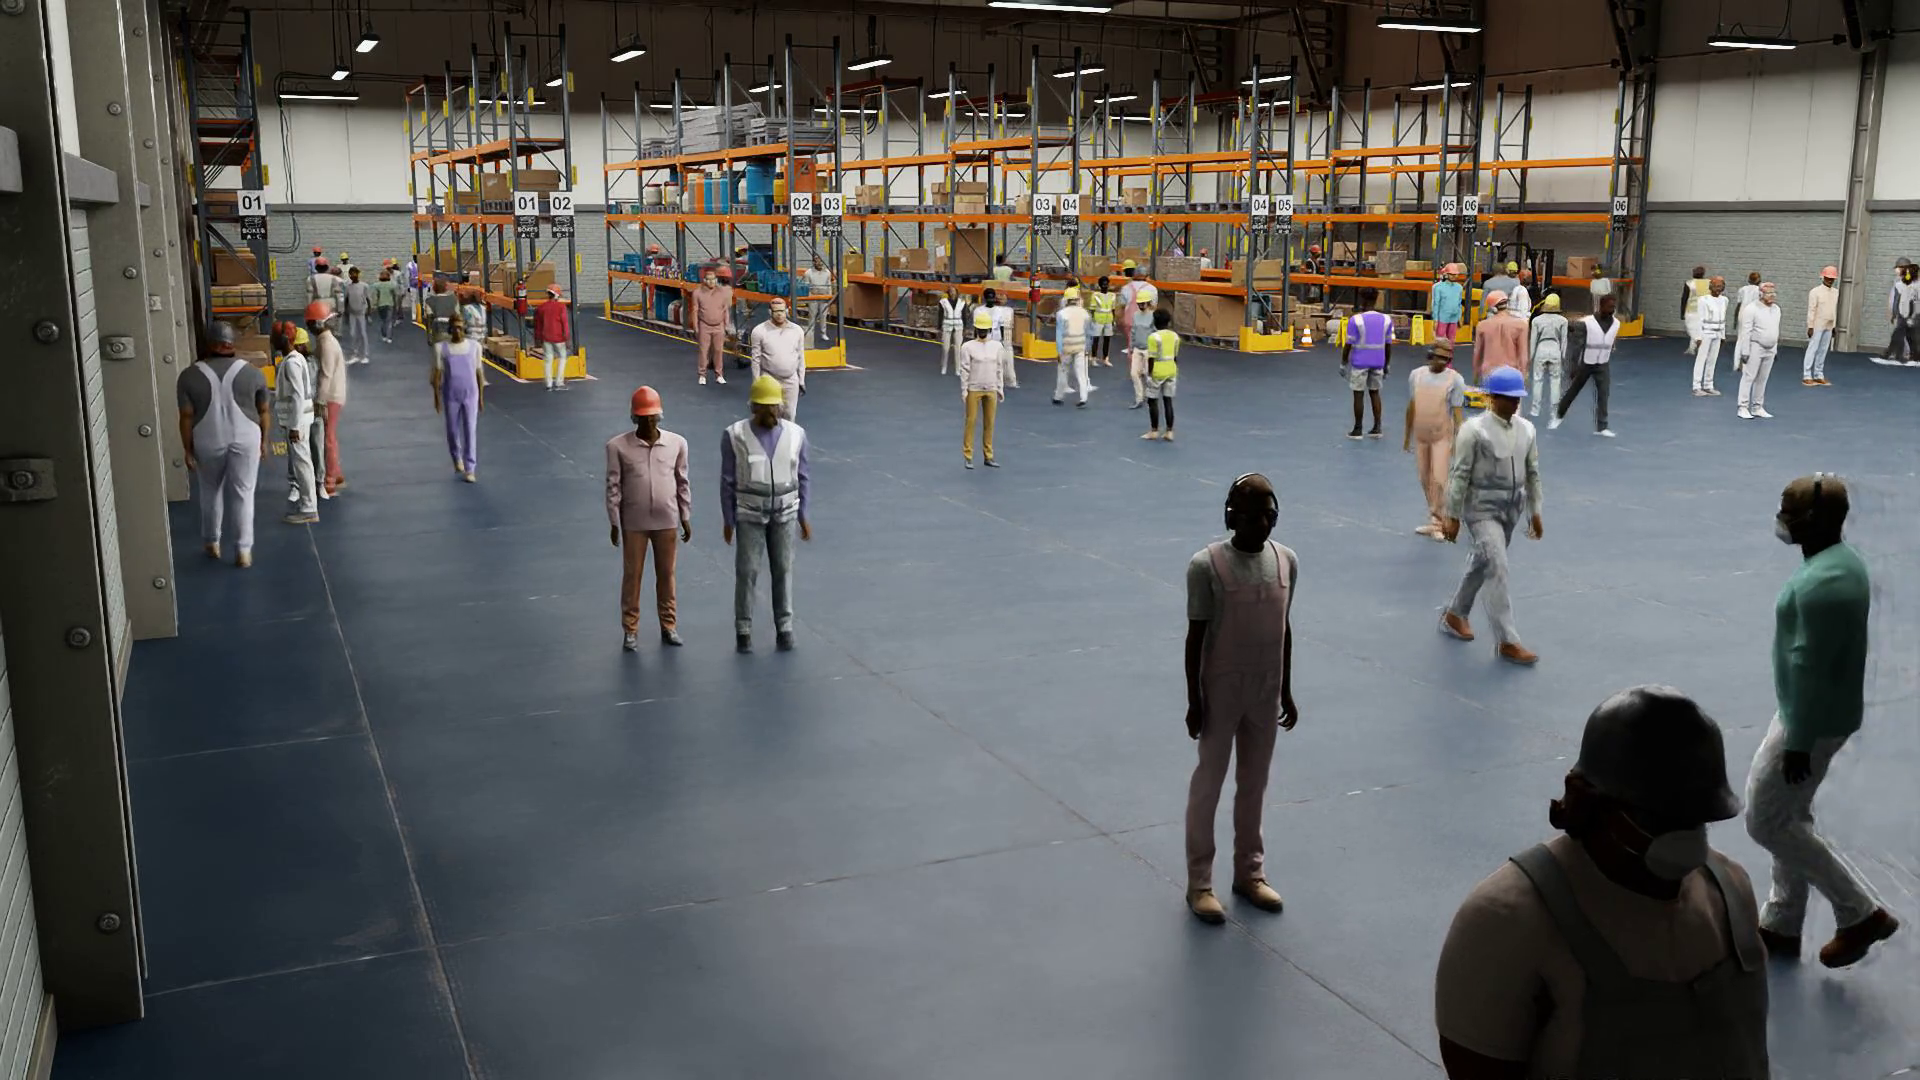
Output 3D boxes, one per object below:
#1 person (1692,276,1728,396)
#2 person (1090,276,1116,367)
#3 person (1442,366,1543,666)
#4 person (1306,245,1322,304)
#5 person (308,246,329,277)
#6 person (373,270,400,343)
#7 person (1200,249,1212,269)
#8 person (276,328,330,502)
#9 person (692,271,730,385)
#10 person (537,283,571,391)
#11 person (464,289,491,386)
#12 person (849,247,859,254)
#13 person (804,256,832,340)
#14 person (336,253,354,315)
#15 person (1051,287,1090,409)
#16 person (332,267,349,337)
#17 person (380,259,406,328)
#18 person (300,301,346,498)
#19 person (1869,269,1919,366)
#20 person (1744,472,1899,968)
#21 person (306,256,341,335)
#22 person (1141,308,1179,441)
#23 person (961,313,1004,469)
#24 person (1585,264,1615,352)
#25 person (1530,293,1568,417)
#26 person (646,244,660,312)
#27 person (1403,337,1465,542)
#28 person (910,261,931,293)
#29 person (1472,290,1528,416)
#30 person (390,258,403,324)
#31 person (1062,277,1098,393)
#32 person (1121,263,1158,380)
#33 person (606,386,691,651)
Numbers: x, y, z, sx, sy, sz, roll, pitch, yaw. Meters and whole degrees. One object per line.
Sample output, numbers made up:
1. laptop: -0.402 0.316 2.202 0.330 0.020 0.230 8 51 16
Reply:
1. person: 11.862 -3.214 26.266 0.577 1.882 0.349 -4 12 -21
2. person: 2.683 -4.088 31.182 0.537 1.695 0.320 -4 12 -21
3. person: 3.504 -0.198 10.912 0.625 1.902 0.990 -5 12 -25
4. person: 9.306 -6.723 43.693 0.392 2.041 0.615 7 13 32
5. person: -18.126 -7.327 47.038 0.551 1.932 0.376 -2 11 -10
6. person: -12.792 -5.207 37.129 0.513 1.599 0.817 -2 11 -9
7. person: 7.717 -8.360 52.756 0.578 1.748 0.349 8 14 36
8. person: -6.571 -1.255 16.678 0.489 1.739 0.323 -4 12 -21
9. person: -4.184 -3.572 28.028 0.644 1.907 0.400 -4 12 -21
10. person: -6.584 -3.289 27.011 0.597 1.734 0.398 4 12 19
11. person: -8.163 -3.399 27.883 0.638 1.620 0.521 4 12 19
12. person: -3.145 -7.586 48.448 0.452 1.899 0.608 -2 11 -10
13. person: -3.195 -5.463 37.636 0.644 1.907 0.400 -4 12 -21
14. person: -17.281 -7.197 46.829 0.536 1.762 0.359 -5 12 -23
15. person: 1.664 -2.836 24.599 0.610 1.787 0.928 -5 12 -23
16. person: -14.489 -5.545 38.752 0.557 1.616 0.665 -1 11 -6
17. person: -14.297 -6.223 41.944 0.581 1.729 0.397 -4 12 -21
18. person: -6.464 -1.423 16.893 0.453 1.986 0.647 -5 12 -26
19. person: 17.740 -4.193 31.392 0.934 1.819 0.537 6 13 29
20. person: 3.244 0.699 6.280 0.505 1.921 0.649 6 13 30
21. person: -12.520 -4.565 32.763 0.619 2.024 0.471 -5 12 -24
22. person: 2.531 -2.080 21.019 0.557 1.686 0.456 -9 14 -39
23. person: 0.261 -1.685 18.806 0.528 1.764 0.330 -4 12 -21
24. person: 13.219 -4.774 34.331 0.444 1.826 0.575 -5 12 -25
25. person: 8.358 -2.626 23.635 0.492 1.742 0.318 4 12 19
26. person: -8.625 -7.385 47.188 0.614 1.988 0.395 -4 12 -21
27. person: 4.205 -0.900 14.714 0.546 1.807 0.520 10 15 41
28. person: -1.065 -6.927 45.088 0.644 1.903 0.400 -4 12 -21
29. person: 6.480 -2.018 20.011 0.641 1.947 0.556 4 12 21
30. person: -14.772 -6.522 43.514 0.489 1.716 0.585 1 11 3
31. person: 1.906 -3.285 26.714 0.809 1.842 0.567 -9 14 -38
32. person: 3.107 -3.771 28.696 0.684 2.000 0.540 5 12 24
33. person: -2.046 -0.145 11.001 0.566 1.750 0.341 -4 12 -21
